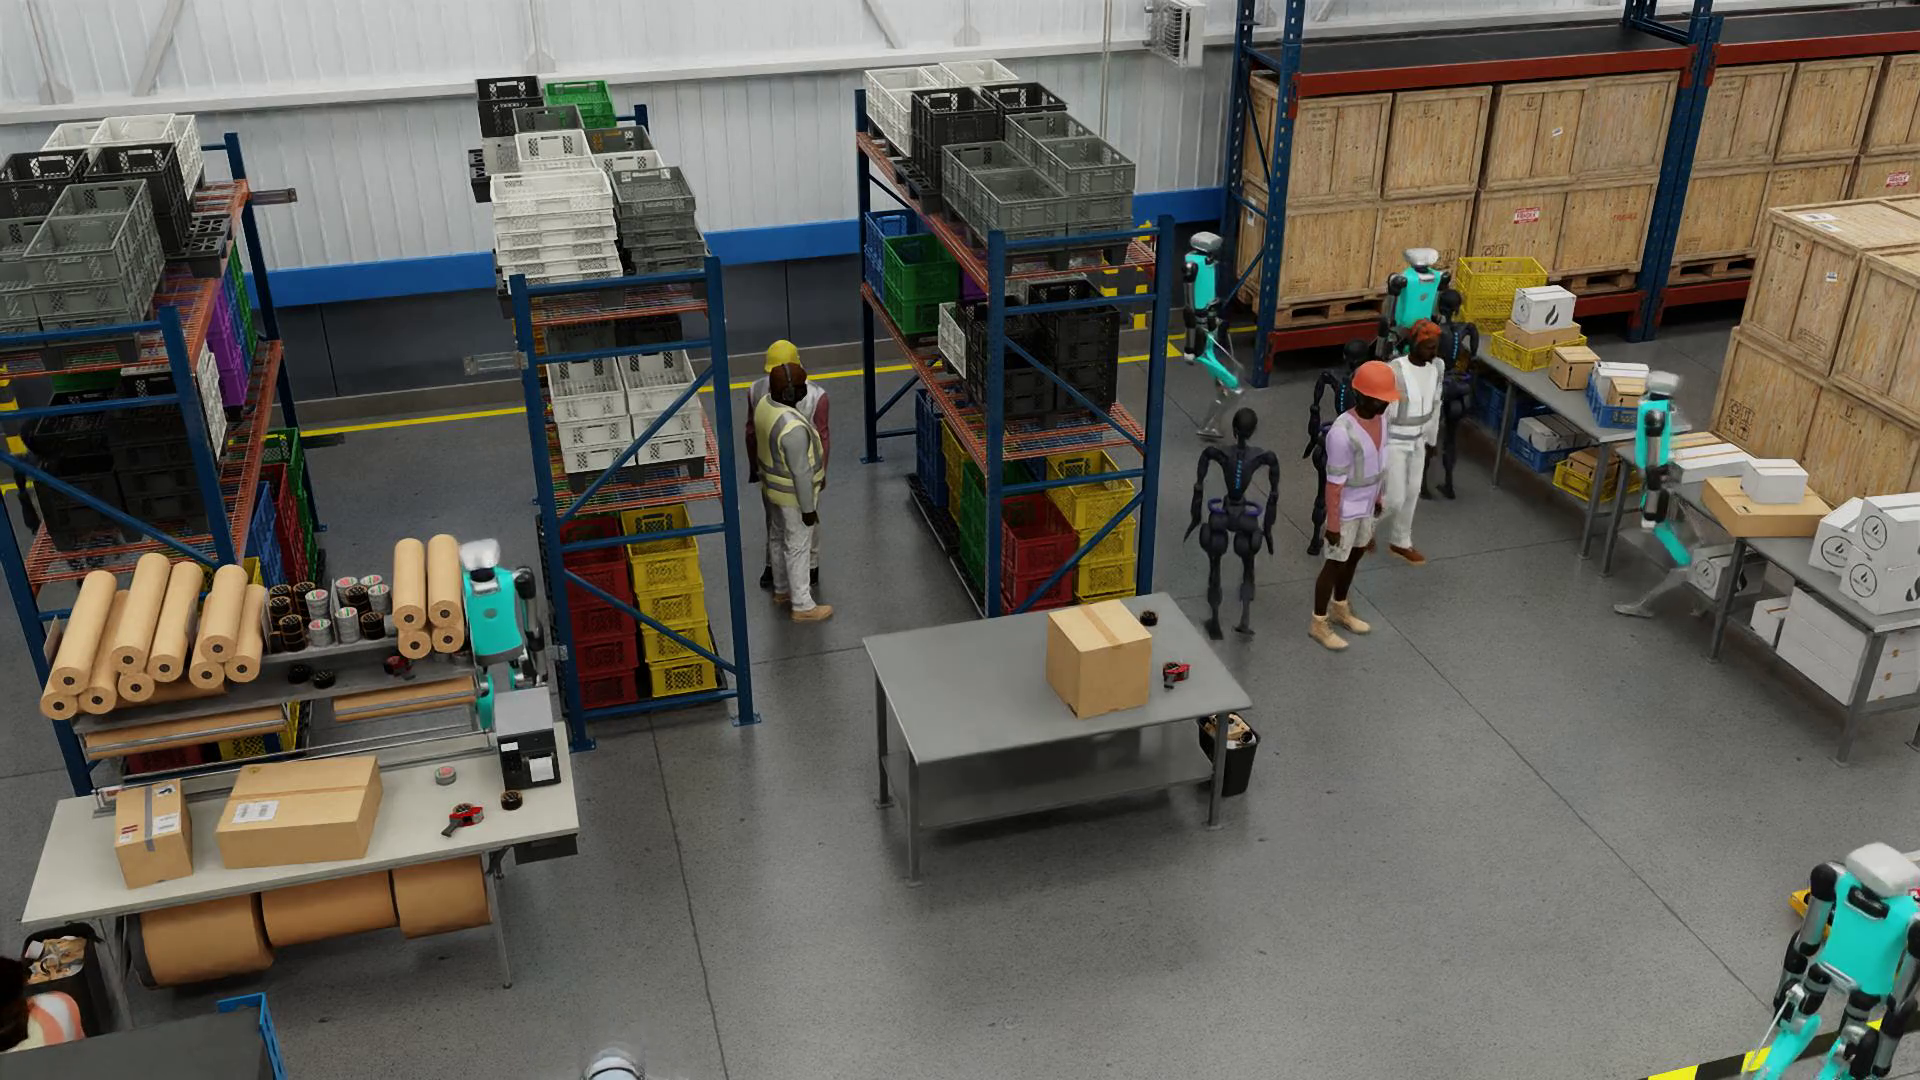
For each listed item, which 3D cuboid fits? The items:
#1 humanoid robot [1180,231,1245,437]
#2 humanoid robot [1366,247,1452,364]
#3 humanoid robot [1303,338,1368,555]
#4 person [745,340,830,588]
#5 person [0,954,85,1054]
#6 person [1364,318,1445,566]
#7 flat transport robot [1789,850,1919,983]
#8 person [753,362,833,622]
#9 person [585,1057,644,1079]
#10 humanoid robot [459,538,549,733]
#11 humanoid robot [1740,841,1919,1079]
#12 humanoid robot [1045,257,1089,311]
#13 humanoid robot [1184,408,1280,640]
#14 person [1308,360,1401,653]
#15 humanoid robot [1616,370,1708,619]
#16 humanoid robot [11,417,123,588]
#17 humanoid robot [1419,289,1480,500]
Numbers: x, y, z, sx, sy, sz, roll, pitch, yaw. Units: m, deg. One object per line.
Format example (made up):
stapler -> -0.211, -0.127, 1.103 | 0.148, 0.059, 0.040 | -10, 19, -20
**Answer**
humanoid robot -> 2.135, -1.566, 13.564 | 0.755, 1.852, 0.550 | 15, 32, 26
humanoid robot -> 3.520, -1.595, 13.511 | 0.539, 1.751, 0.707 | -9, 30, -16
humanoid robot -> 2.729, -0.653, 11.872 | 0.599, 1.657, 0.315 | 18, 34, 30
person -> -1.192, -0.520, 11.483 | 0.588, 1.833, 0.404 | 4, 29, 8
person -> -3.376, 2.312, 6.205 | 0.400, 1.963, 0.613 | 9, 30, 16
person -> 3.135, -0.682, 11.734 | 0.628, 1.873, 0.449 | -16, 33, -27
flat transport robot -> 5.163, 1.916, 8.676 | 1.431, 0.231, 0.659 | -8, 30, -14
person -> -1.113, -0.326, 11.121 | 0.429, 1.842, 0.632 | -15, 32, -25
person -> -1.213, 2.495, 6.002 | 0.600, 1.826, 0.531 | -6, 29, -11
humanoid robot -> -2.608, 0.758, 9.365 | 0.537, 1.894, 0.719 | -11, 31, -20
humanoid robot -> 3.391, 2.118, 6.820 | 0.965, 1.776, 0.556 | -16, 33, -27
humanoid robot -> 0.633, -1.679, 13.748 | 0.796, 1.824, 0.559 | 19, 34, 30
humanoid robot -> 1.766, -0.087, 10.860 | 0.592, 1.651, 0.379 | 5, 29, 9
person -> 2.563, -0.221, 10.739 | 0.404, 2.033, 0.608 | 24, 37, 37
humanoid robot -> 4.806, -0.193, 11.097 | 0.843, 1.873, 0.552 | 10, 30, 18
humanoid robot -> -5.773, -0.085, 10.858 | 0.587, 1.634, 0.426 | 0, 29, 0
humanoid robot -> 3.681, -1.096, 12.706 | 0.603, 1.639, 0.419 | -6, 29, -11
